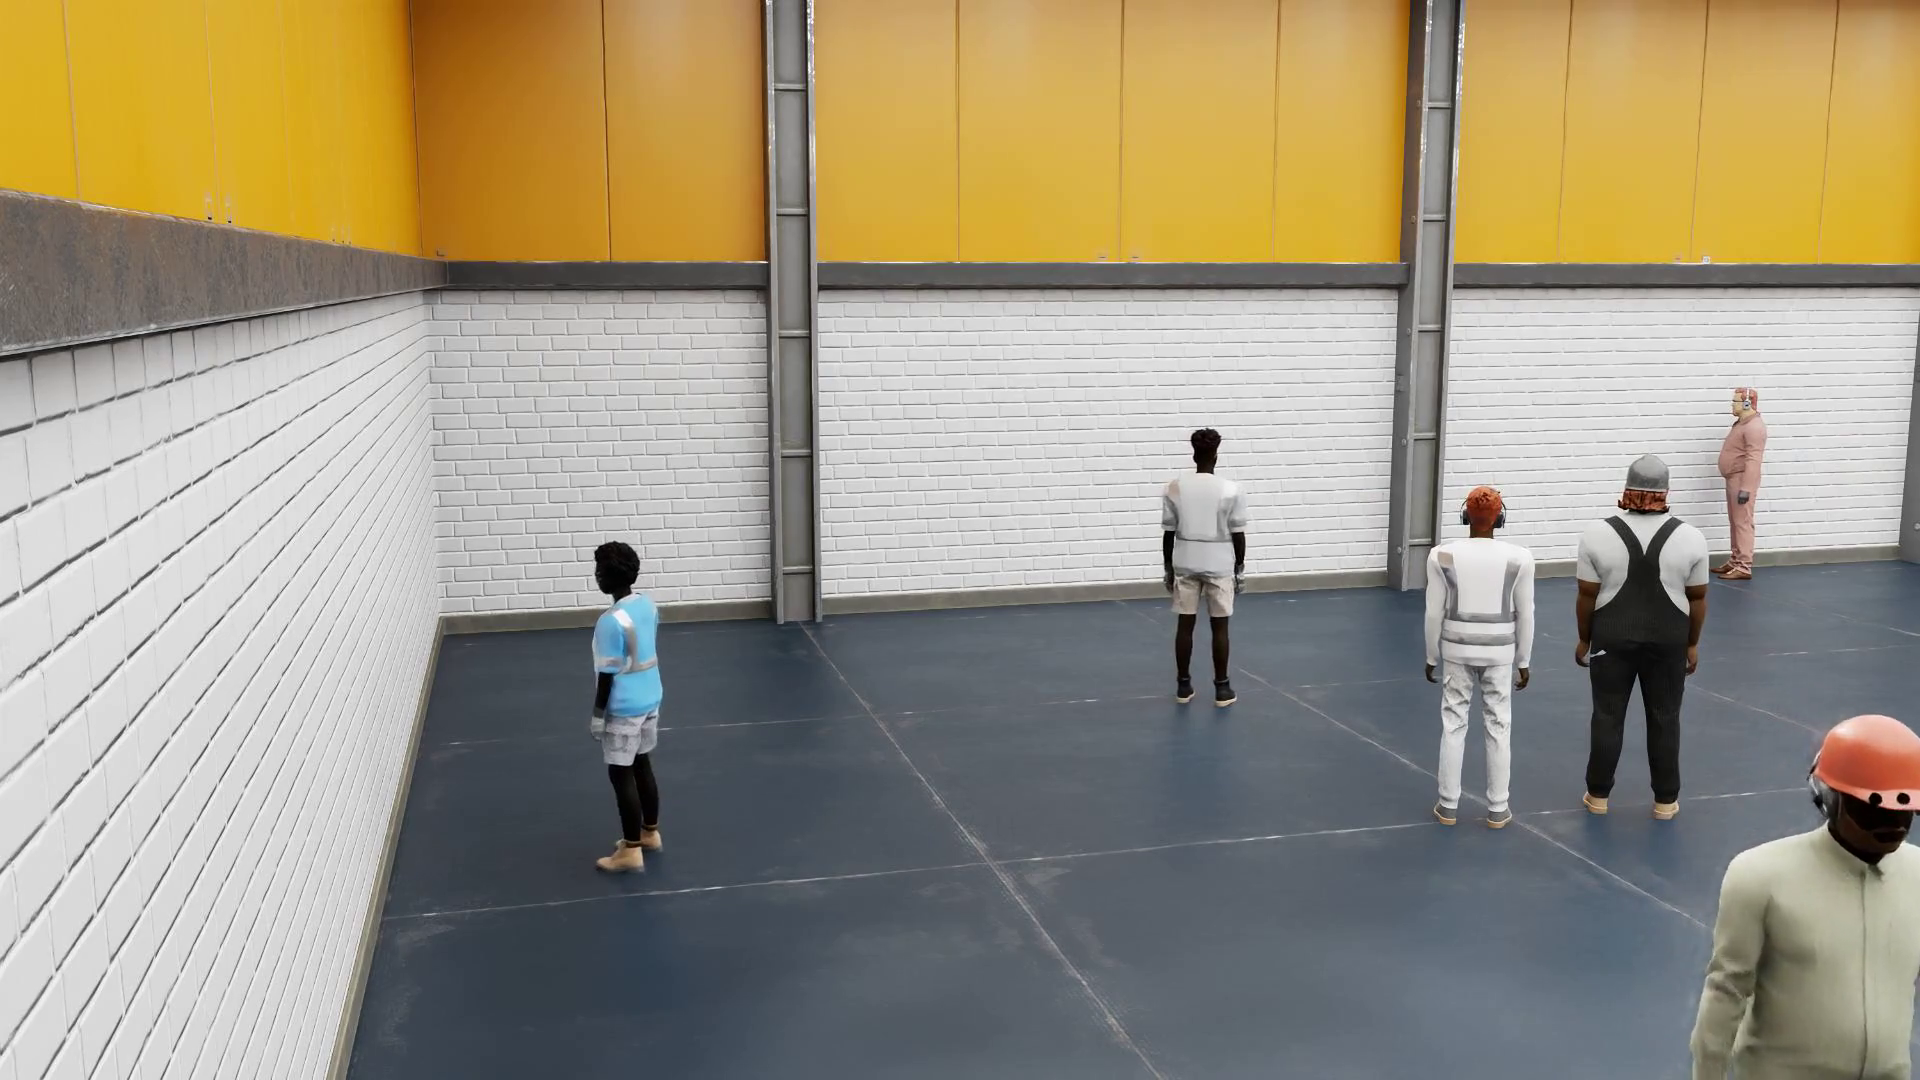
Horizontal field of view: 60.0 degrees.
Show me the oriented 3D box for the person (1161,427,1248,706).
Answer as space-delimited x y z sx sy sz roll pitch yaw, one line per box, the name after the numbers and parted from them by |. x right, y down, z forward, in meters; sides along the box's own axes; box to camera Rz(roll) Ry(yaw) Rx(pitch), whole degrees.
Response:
1.713 0.190 11.695 0.609 1.963 0.368 4 10 22 | person

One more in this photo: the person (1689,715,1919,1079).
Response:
2.201 1.407 4.053 0.654 1.964 0.837 -1 9 -5 | person

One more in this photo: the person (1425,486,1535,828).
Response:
2.833 0.642 9.107 0.574 1.883 0.356 3 9 16 | person

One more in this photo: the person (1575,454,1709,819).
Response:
3.787 0.531 9.305 0.676 2.000 0.536 3 10 19 | person

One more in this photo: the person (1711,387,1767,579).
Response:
7.751 -0.562 16.547 0.409 1.907 0.651 2 9 15 | person

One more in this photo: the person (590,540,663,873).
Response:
-1.695 0.842 8.454 0.318 1.695 0.535 2 9 13 | person
